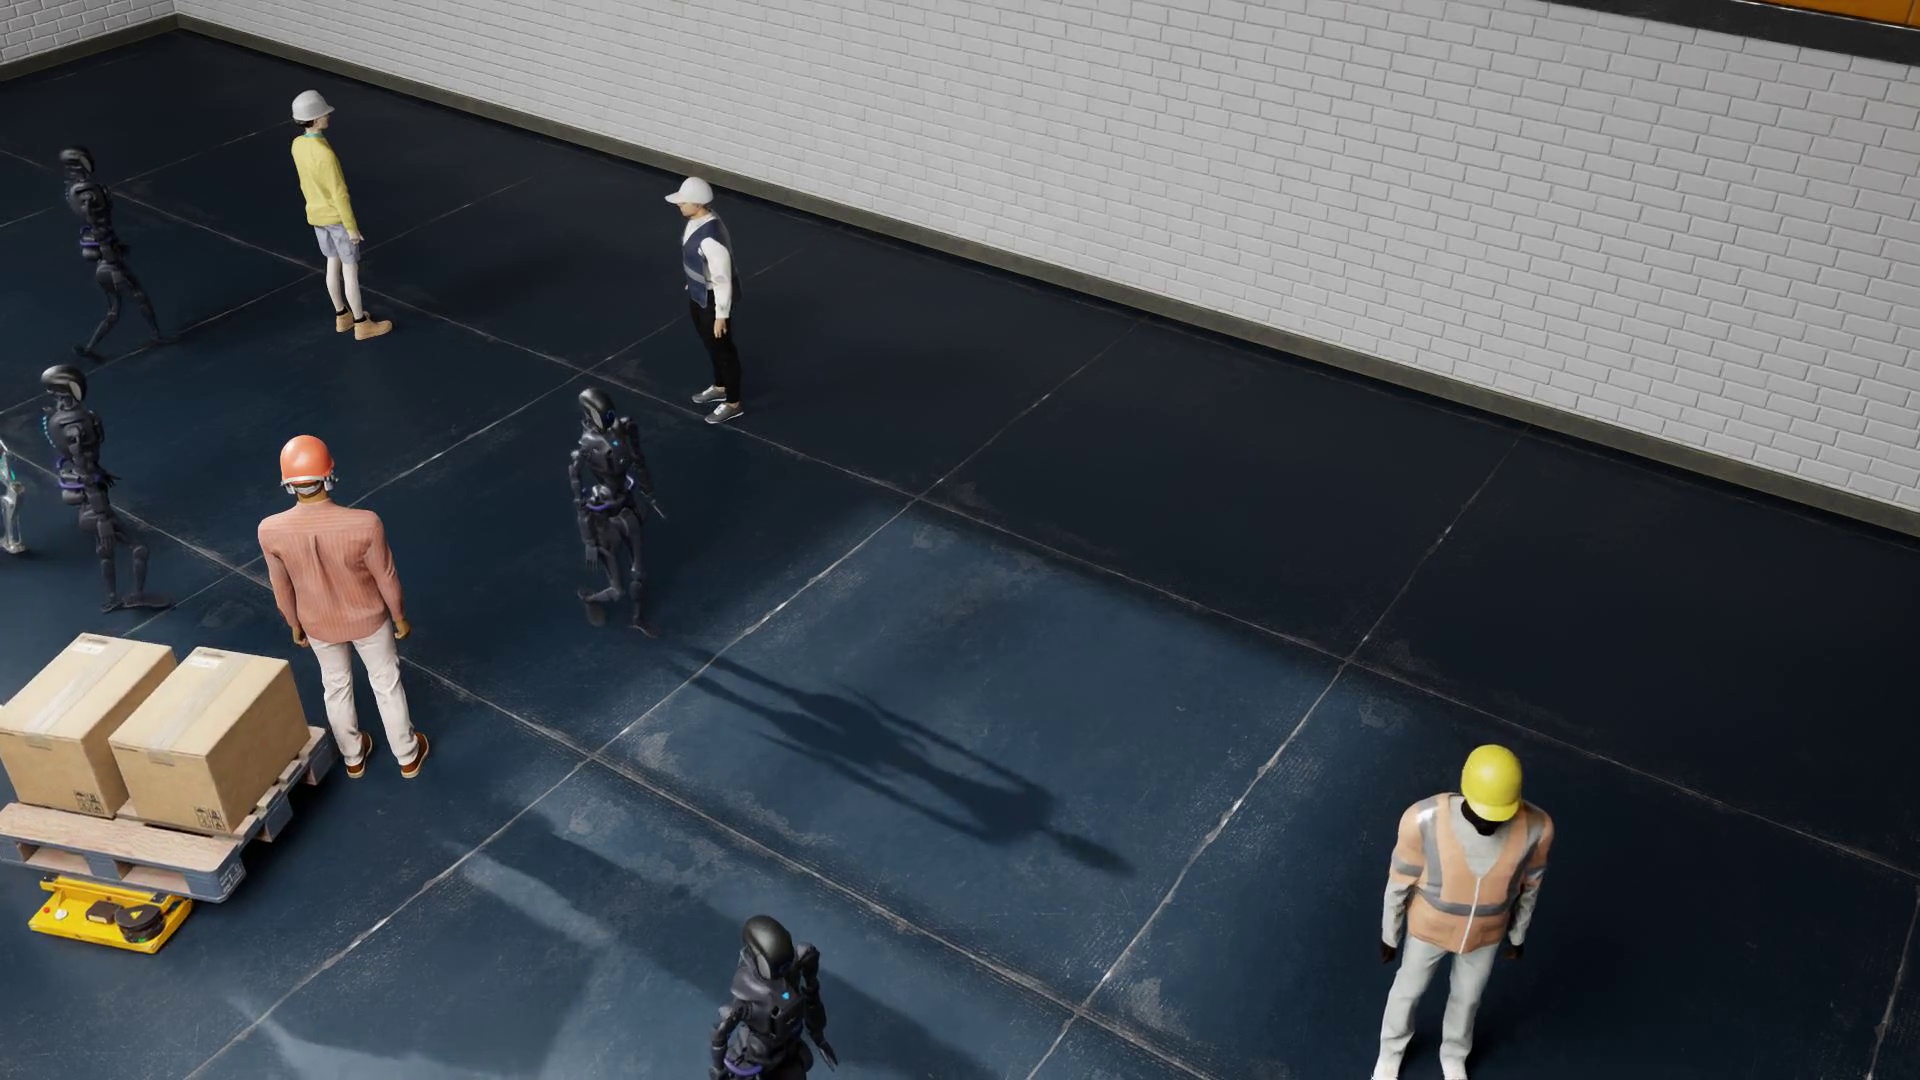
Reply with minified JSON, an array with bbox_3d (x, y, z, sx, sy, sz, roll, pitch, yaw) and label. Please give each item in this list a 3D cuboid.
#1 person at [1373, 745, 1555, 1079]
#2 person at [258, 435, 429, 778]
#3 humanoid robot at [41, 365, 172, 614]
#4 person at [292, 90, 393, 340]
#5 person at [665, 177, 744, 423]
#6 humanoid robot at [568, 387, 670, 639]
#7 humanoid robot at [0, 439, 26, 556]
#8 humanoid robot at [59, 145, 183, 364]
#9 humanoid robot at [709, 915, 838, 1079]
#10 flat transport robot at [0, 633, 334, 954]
[{"bbox_3d":[1.975,1.542,6.628,0.591,1.918,0.398,2,35,3],"label":"person"},{"bbox_3d":[-3.042,0.367,8.247,0.610,1.986,0.401,-2,35,-3],"label":"person"},{"bbox_3d":[-4.902,-0.277,9.435,0.393,1.644,0.611,-16,38,-22],"label":"humanoid robot"},{"bbox_3d":[-4.618,-2.371,12.240,0.473,1.891,0.385,24,42,30],"label":"person"},{"bbox_3d":[-1.699,-1.635,11.299,0.448,1.757,0.762,-13,37,-17],"label":"person"},{"bbox_3d":[-1.939,-0.156,9.260,0.439,1.650,0.595,20,40,26],"label":"humanoid robot"},{"bbox_3d":[-5.934,-0.565,9.865,0.817,1.836,0.530,22,41,28],"label":"humanoid robot"},{"bbox_3d":[-6.221,-2.072,12.026,0.706,1.640,0.599,-14,37,-19],"label":"humanoid robot"},{"bbox_3d":[-0.687,1.998,6.205,0.728,1.624,0.610,25,42,31],"label":"humanoid robot"},{"bbox_3d":[-3.868,1.412,8.246,0.659,0.231,1.431,7,36,11],"label":"flat transport robot"}]
